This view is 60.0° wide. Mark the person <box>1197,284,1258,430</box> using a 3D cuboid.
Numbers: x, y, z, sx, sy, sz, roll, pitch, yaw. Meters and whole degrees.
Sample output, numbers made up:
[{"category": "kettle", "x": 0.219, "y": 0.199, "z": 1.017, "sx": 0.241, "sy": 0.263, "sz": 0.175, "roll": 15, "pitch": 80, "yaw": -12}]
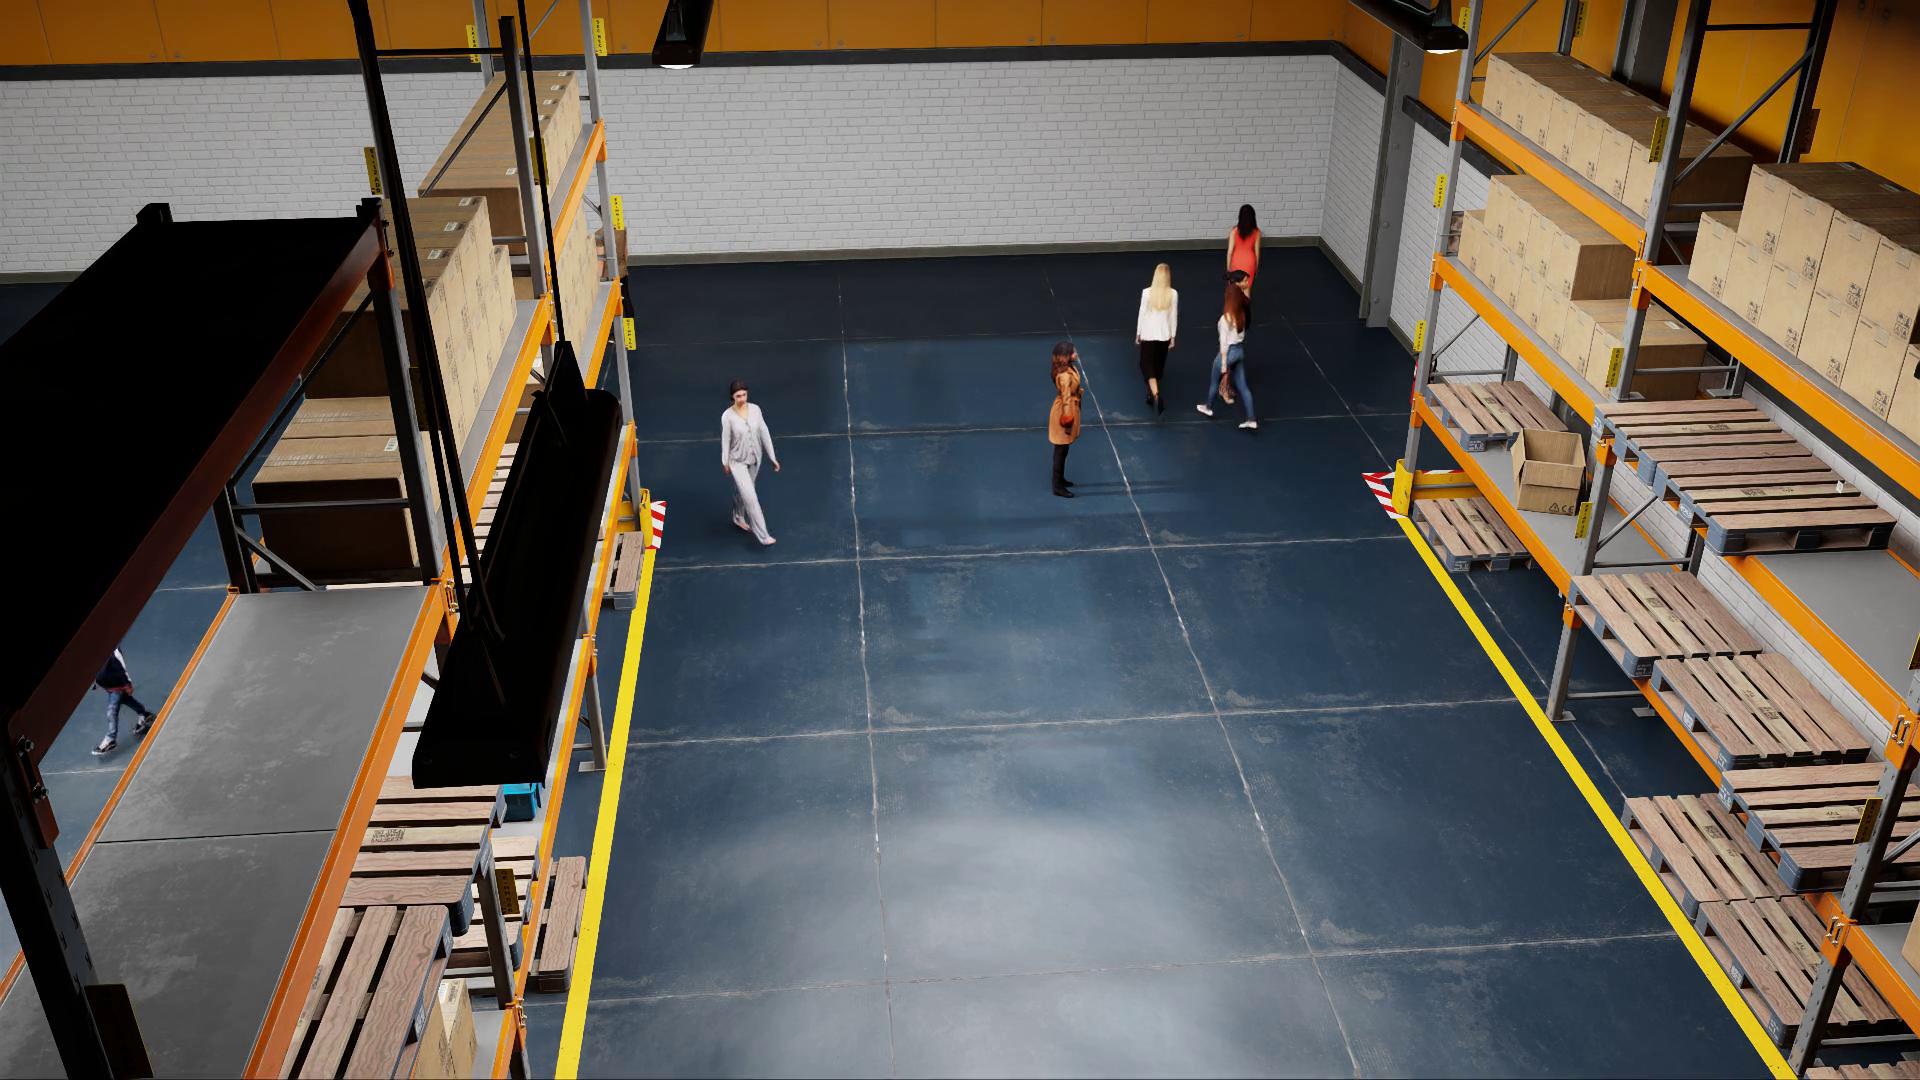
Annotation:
[{"category": "person", "x": 3.183, "y": -2.060, "z": 19.126, "sx": 0.994, "sy": 1.681, "sz": 1.211, "roll": -20, "pitch": 35, "yaw": -32}]

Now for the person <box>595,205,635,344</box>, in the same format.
[{"category": "person", "x": -4.474, "y": -3.465, "z": 21.524, "sx": 0.802, "sy": 1.852, "sz": 0.734, "roll": 21, "pitch": 35, "yaw": 33}]

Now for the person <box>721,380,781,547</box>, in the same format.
[{"category": "person", "x": -2.223, "y": -0.824, "z": 16.811, "sx": 1.008, "sy": 1.729, "sz": 1.172, "roll": -23, "pitch": 36, "yaw": -35}]

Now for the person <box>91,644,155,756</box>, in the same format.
[{"category": "person", "x": -6.977, "y": 1.138, "z": 13.772, "sx": 0.790, "sy": 1.193, "sz": 0.927, "roll": 13, "pitch": 31, "yaw": 23}]

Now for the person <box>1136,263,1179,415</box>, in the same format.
[{"category": "person", "x": 2.296, "y": -2.294, "z": 19.390, "sx": 0.653, "sy": 1.840, "sz": 1.023, "roll": -4, "pitch": 29, "yaw": -7}]

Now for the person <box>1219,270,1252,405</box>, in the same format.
[{"category": "person", "x": 3.273, "y": -2.443, "z": 19.872, "sx": 0.723, "sy": 1.640, "sz": 0.649, "roll": 8, "pitch": 30, "yaw": 14}]

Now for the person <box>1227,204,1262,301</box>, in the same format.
[{"category": "person", "x": 3.719, "y": -3.568, "z": 21.851, "sx": 0.598, "sy": 1.719, "sz": 0.564, "roll": 1, "pitch": 29, "yaw": 2}]

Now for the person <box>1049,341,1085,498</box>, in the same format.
[{"category": "person", "x": 1.110, "y": -1.303, "z": 17.698, "sx": 0.782, "sy": 1.719, "sz": 0.590, "roll": 3, "pitch": 29, "yaw": 5}]
